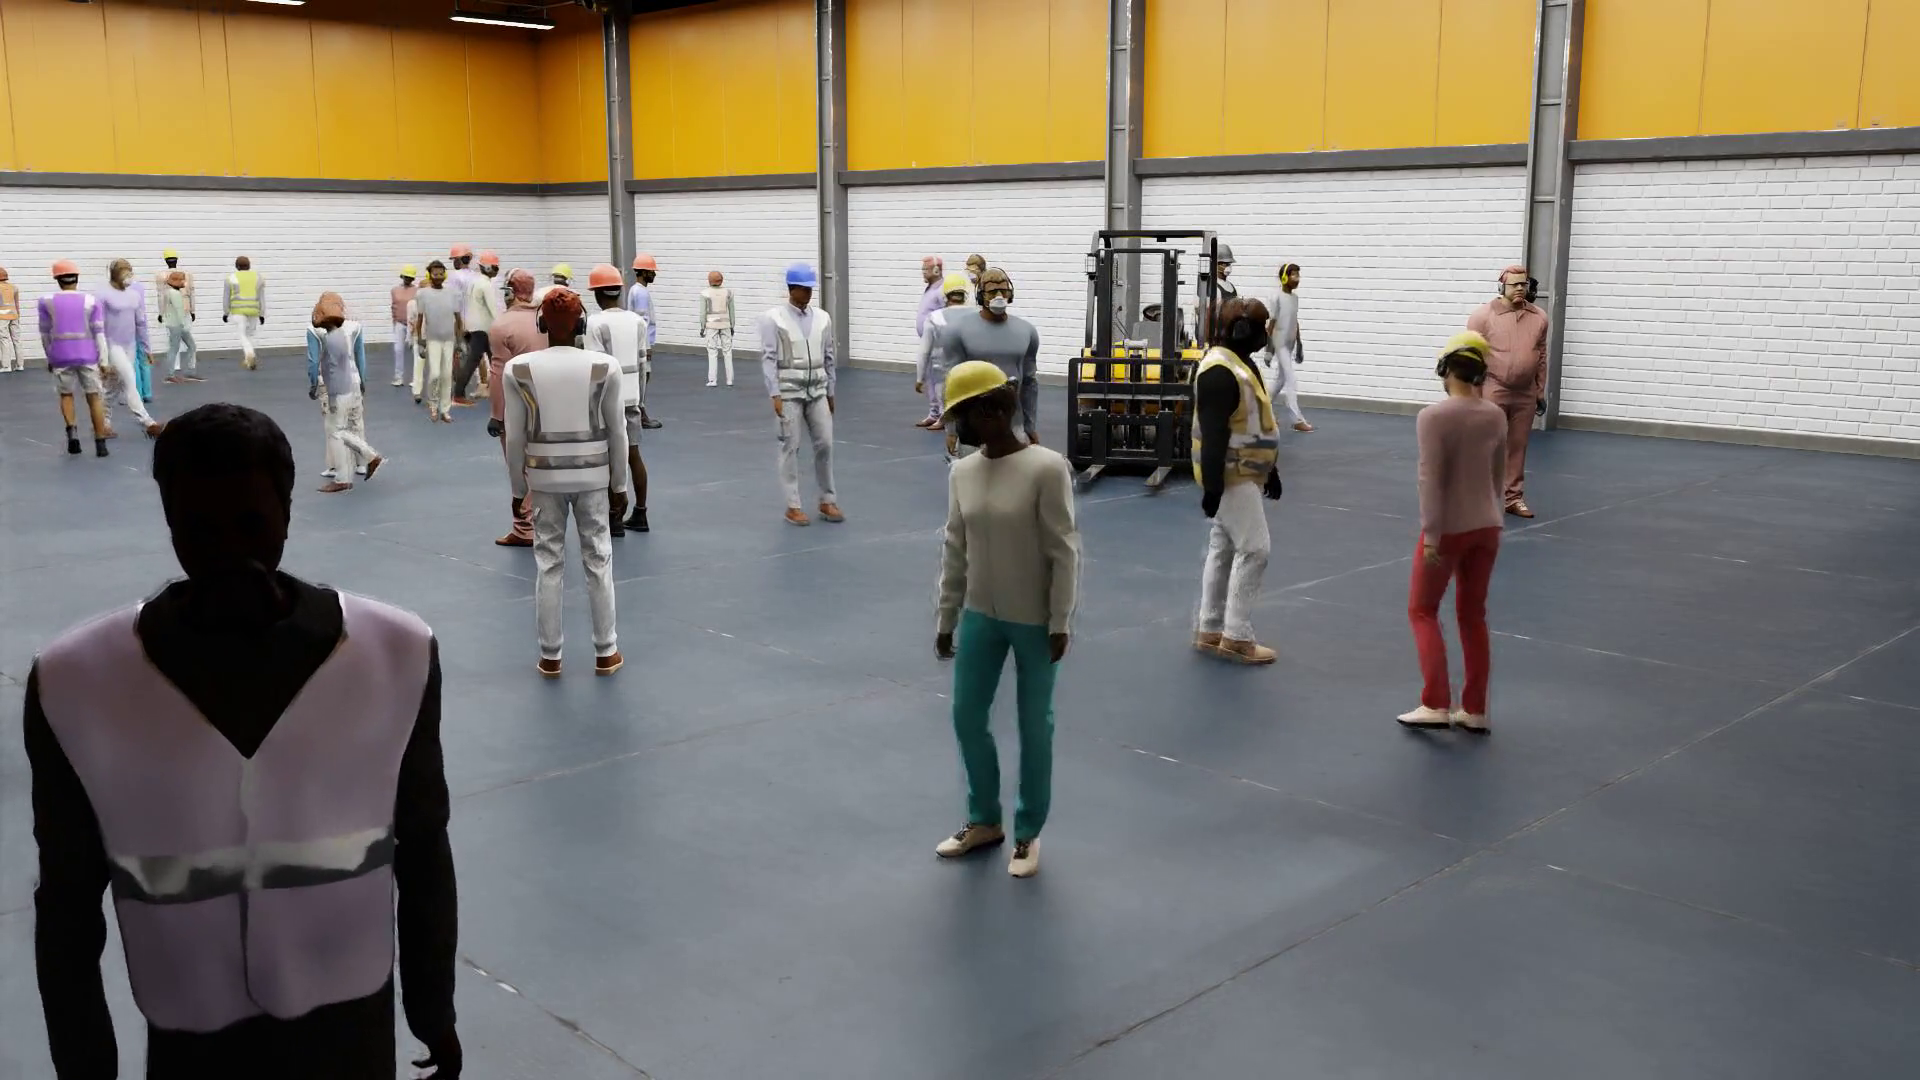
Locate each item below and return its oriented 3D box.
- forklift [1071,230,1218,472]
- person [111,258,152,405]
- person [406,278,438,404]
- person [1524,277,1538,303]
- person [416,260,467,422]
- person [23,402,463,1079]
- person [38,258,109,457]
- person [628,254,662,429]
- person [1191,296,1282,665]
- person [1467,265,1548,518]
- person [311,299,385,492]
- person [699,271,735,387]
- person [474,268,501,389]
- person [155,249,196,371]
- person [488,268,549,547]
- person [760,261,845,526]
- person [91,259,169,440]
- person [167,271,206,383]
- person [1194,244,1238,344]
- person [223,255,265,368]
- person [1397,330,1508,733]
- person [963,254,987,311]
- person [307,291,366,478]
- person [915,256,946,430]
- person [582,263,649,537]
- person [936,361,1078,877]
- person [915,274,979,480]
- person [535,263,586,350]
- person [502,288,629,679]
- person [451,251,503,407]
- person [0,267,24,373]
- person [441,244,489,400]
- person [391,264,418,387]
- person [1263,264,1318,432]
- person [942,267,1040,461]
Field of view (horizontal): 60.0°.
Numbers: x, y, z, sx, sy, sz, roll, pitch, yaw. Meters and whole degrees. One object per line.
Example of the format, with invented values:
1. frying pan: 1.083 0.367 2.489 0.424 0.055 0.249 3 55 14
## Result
1. forklift: 1.804 -1.825 15.677 1.214 2.155 2.313 2 11 13
2. person: -10.454 -2.621 20.979 0.387 1.841 0.565 1 10 5
3. person: -6.768 -2.526 21.141 0.500 1.584 0.841 -3 11 -17
4. person: 5.939 -1.930 17.629 0.319 1.691 0.535 3 11 18
5. person: -5.907 -2.258 18.985 0.512 1.855 0.418 -7 13 -34
6. person: -1.097 0.719 2.624 0.600 1.897 0.726 -5 11 -23
7. person: -8.516 -1.746 16.014 0.559 1.913 0.456 -5 12 -26
8. person: -3.488 -2.193 18.427 0.384 1.930 0.540 -3 11 -14
9. person: 1.445 -0.304 8.378 0.548 1.823 0.642 4 11 19
10. person: 4.135 -1.108 12.554 0.651 1.907 0.409 -2 11 -10
11. person: -5.160 -1.209 13.923 0.449 1.608 0.510 -2 11 -13
12. person: -3.421 -2.973 23.458 0.514 1.636 0.315 -5 11 -24
13. person: -6.633 -3.033 23.189 0.729 1.865 0.432 8 13 36
14. person: -12.388 -3.632 26.286 0.381 1.917 0.584 10 14 43
15. person: -3.001 -0.908 11.461 0.409 1.910 0.640 7 12 32
16. person: -1.175 -1.075 12.290 0.628 1.942 0.454 -7 12 -33
17. person: -8.691 -1.972 17.339 1.054 1.874 0.637 3 11 14
18. person: -11.265 -3.086 24.139 0.633 1.612 0.500 -3 11 -17
19. person: 2.842 -2.201 18.148 0.535 2.000 0.687 6 12 31
20. person: -11.412 -3.633 26.576 0.632 1.817 0.796 -10 14 -44
21. person: 2.160 -0.034 7.178 0.543 1.725 0.488 -5 12 -26
22. person: 0.184 -2.105 17.914 0.627 1.935 0.371 7 13 34
23. person: -5.495 -1.369 14.700 0.512 1.642 0.311 -9 14 -40
24. person: -0.290 -2.168 18.337 0.403 1.904 0.652 -4 11 -19
25. person: -2.474 -0.991 11.837 0.374 1.933 0.550 8 13 36
26. person: 0.171 0.272 5.569 0.556 1.724 0.301 7 13 35
27. person: -0.097 -1.440 14.672 0.610 1.786 0.918 -4 11 -22
28. person: -4.797 -2.448 20.144 0.610 1.793 0.815 1 10 8
29. person: -1.884 -0.265 8.022 0.575 1.883 0.355 -2 11 -11
30. person: -5.953 -2.642 20.858 1.038 1.935 0.653 -5 11 -25
31. person: -14.879 -3.427 25.929 0.309 1.640 0.513 4 11 19
32. person: -6.493 -2.837 21.670 0.825 2.010 0.654 5 12 27
33. person: -7.730 -3.001 23.341 0.552 1.720 0.651 1 10 4
34. person: 3.591 -2.125 18.322 0.885 1.832 0.552 9 13 39
35. person: 0.196 -0.682 10.142 0.627 1.941 0.371 -4 11 -19
